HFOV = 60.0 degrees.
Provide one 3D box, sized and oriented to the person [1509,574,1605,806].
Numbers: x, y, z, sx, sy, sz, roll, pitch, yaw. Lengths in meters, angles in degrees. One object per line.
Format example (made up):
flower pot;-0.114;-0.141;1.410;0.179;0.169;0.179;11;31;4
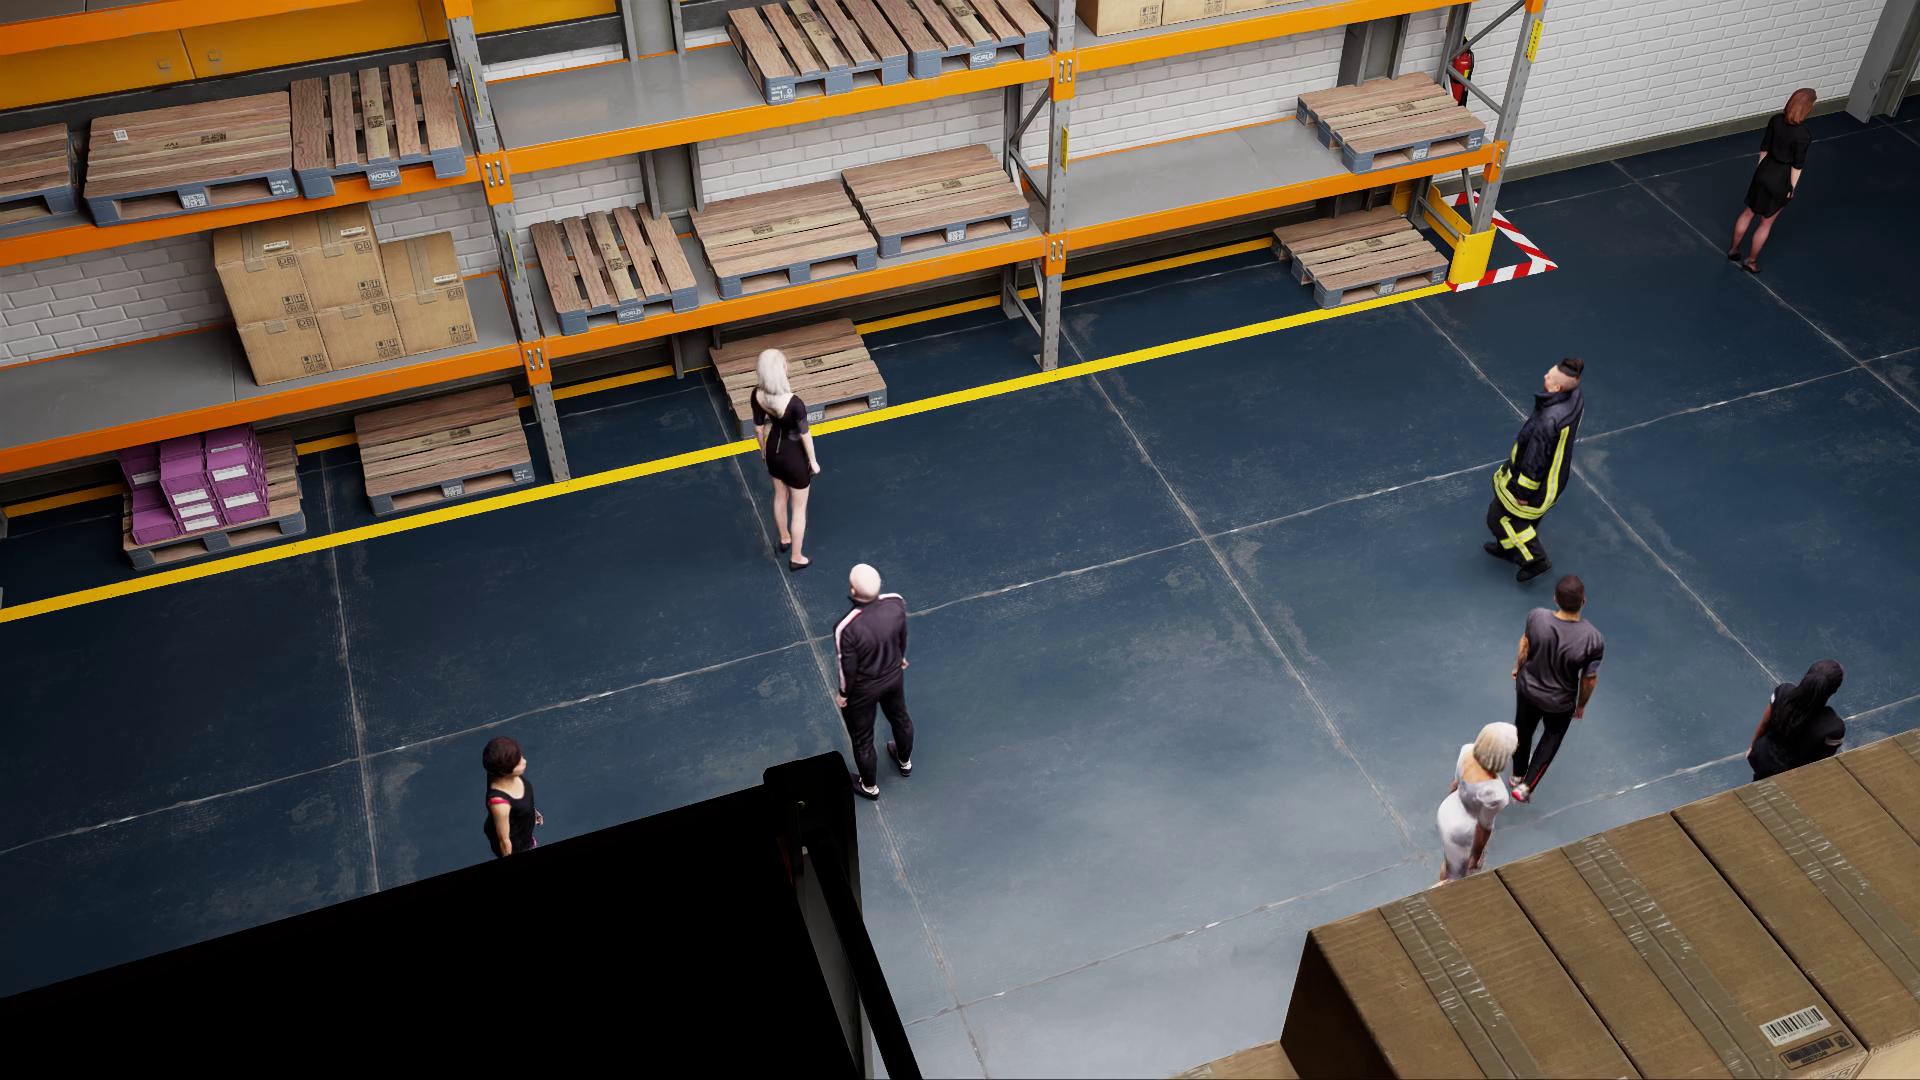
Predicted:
person;3.448;0.948;9.897;0.858;1.741;0.937;27;50;26

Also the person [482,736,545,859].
person;-2.573;1.657;9.301;0.597;1.535;0.560;-10;45;-11

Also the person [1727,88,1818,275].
person;6.899;-3.048;14.116;0.511;1.706;0.599;-18;46;-18

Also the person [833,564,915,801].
person;-0.516;0.847;9.935;0.648;1.835;0.810;-31;52;-29

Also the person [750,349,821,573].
person;-1.192;-0.558;11.410;0.737;1.834;0.795;23;48;22

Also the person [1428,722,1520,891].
person;2.722;1.623;9.192;0.897;1.737;0.633;-9;44;-10

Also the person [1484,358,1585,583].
person;3.998;-0.461;11.294;1.008;1.853;0.948;30;51;27

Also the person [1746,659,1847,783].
person;4.662;1.338;9.501;0.904;1.722;0.702;-21;47;-21
